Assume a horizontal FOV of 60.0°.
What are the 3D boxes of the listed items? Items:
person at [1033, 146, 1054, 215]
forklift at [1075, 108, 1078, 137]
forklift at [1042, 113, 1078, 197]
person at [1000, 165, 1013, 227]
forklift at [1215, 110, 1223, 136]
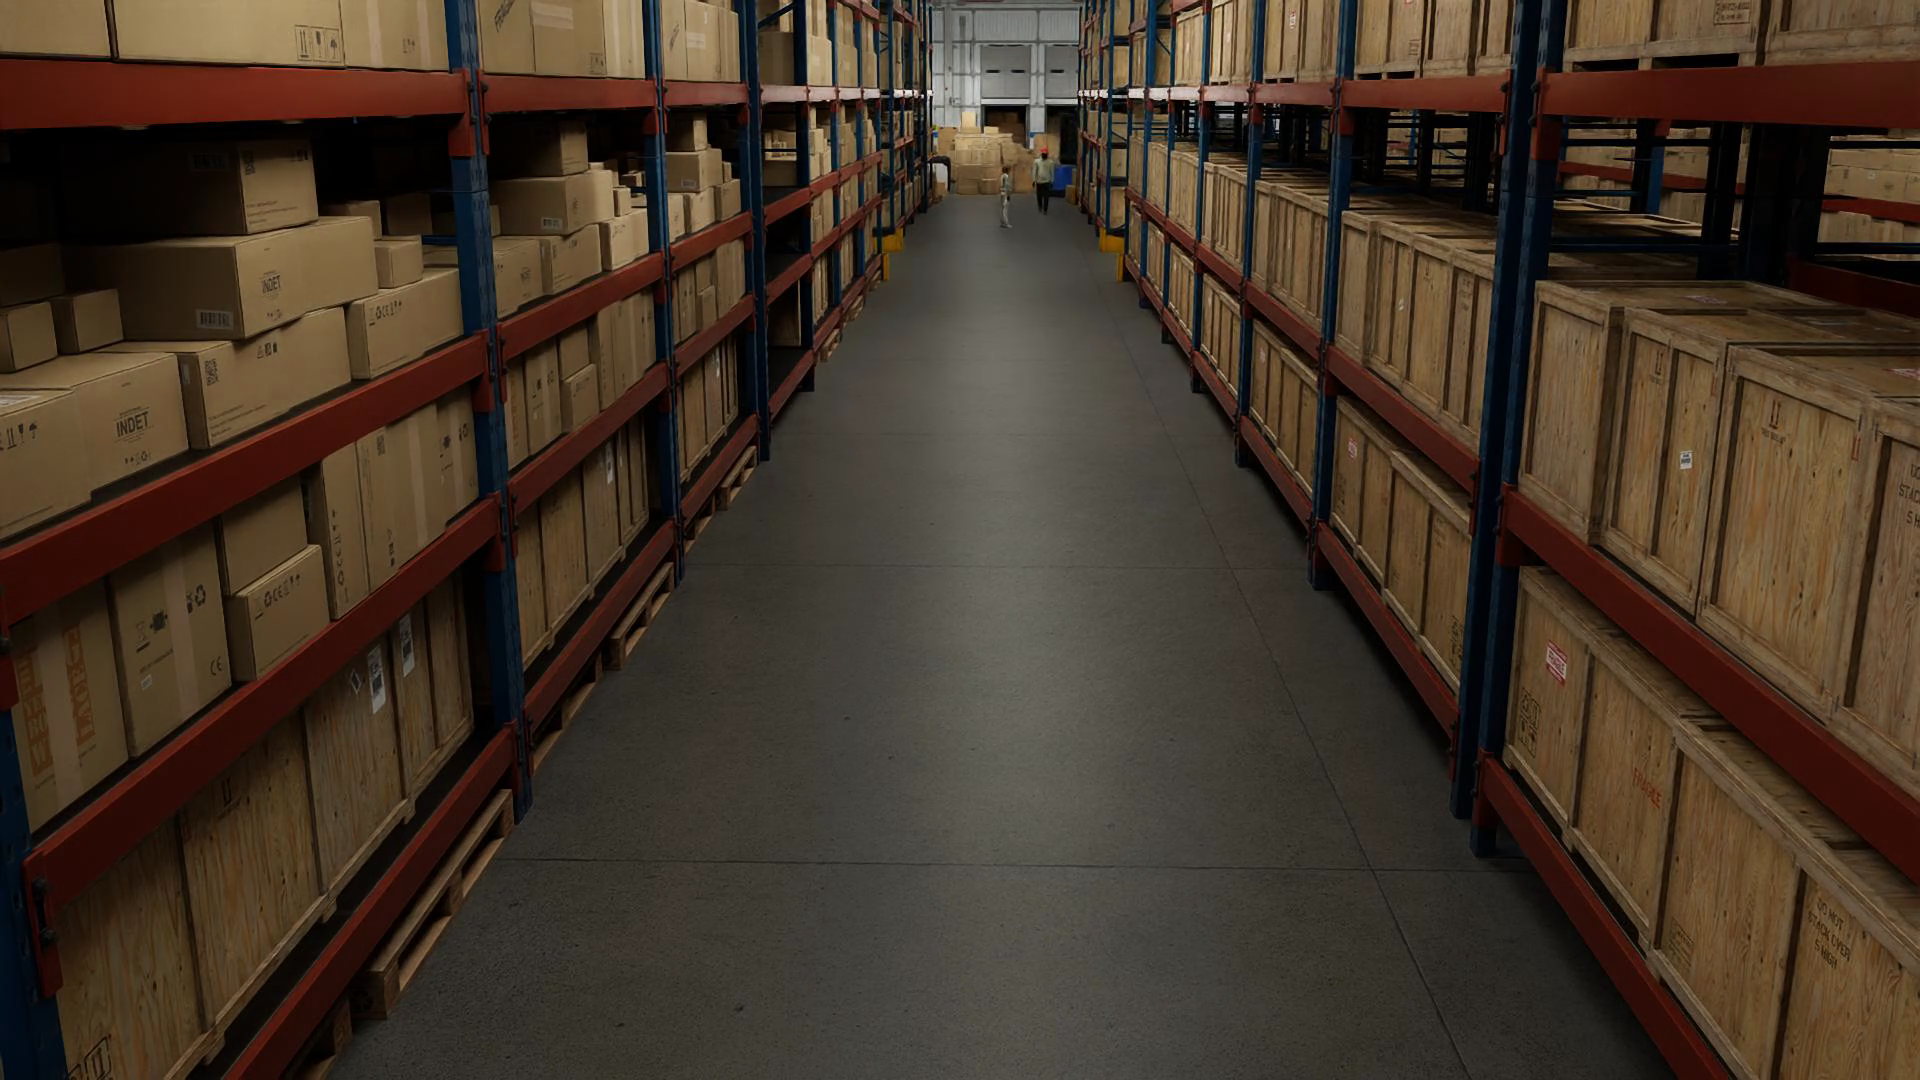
[{"bbox_3d":[2.439,-10.467,48.447,0.629,1.978,0.619,2,15,6],"label":"person"},{"bbox_3d":[5.708,-18.367,76.128,1.129,2.768,1.873,-1,15,-5],"label":"forklift"},{"bbox_3d":[3.760,-13.004,56.176,1.873,2.768,1.129,-14,20,-42],"label":"forklift"},{"bbox_3d":[1.207,-9.097,43.996,0.308,1.638,0.511,-4,16,-14],"label":"person"},{"bbox_3d":[10.018,-15.531,65.577,1.873,2.768,1.129,0,15,2],"label":"forklift"}]
